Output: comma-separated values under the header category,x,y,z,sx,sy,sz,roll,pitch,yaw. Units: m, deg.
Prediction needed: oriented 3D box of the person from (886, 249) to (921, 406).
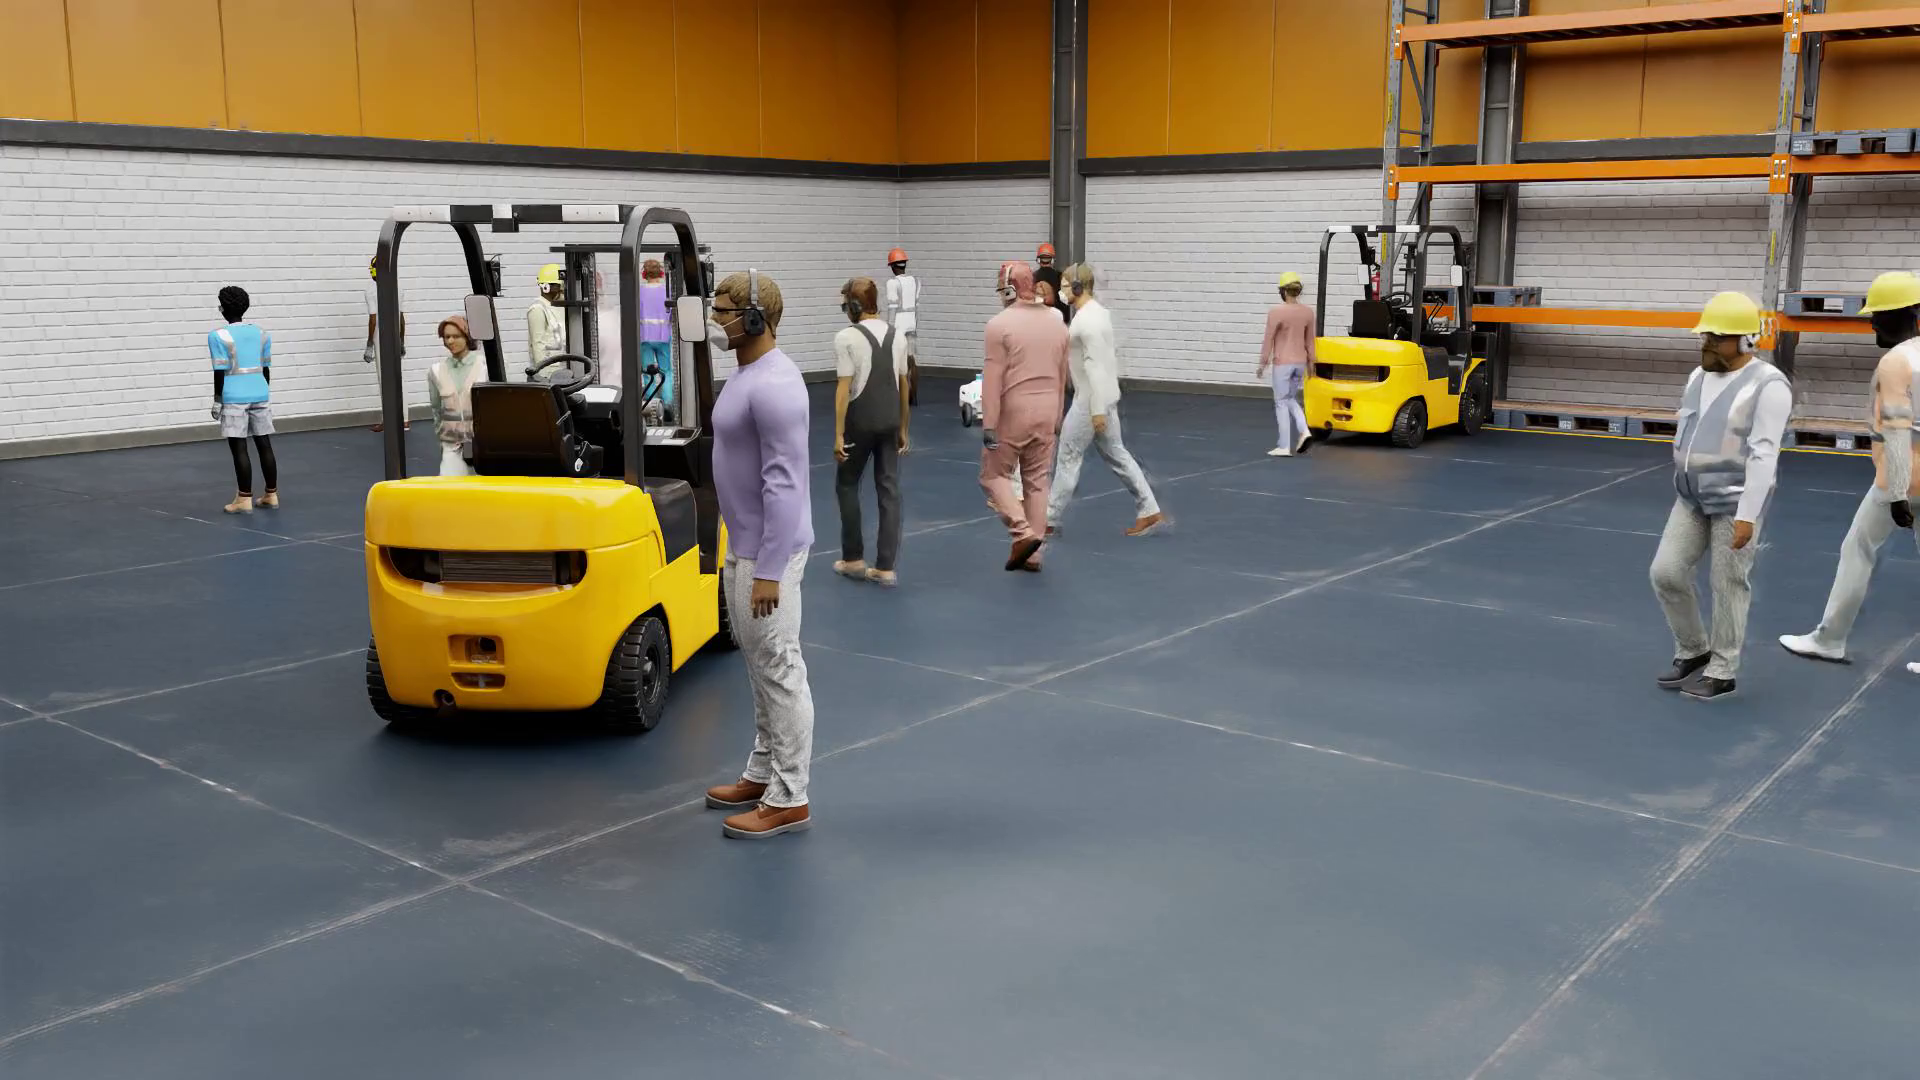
category,x,y,z,sx,sy,sz,roll,pitch,yaw
person,-0.731,-2.574,20.275,0.374,1.929,0.542,9,13,39

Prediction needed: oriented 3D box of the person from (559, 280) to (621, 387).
category,x,y,z,sx,sy,sz,roll,pitch,yaw
person,-2.420,-0.769,10.461,0.975,1.854,0.656,0,10,-2

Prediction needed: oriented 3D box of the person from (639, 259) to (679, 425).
category,x,y,z,sx,sy,sz,roll,pitch,yaw
person,-3.376,-2.171,18.305,0.577,1.831,0.443,-3,11,-17

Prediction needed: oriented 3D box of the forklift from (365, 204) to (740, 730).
category,x,y,z,sx,sy,sz,roll,pitch,yaw
forklift,-1.766,-0.406,7.525,1.214,2.155,2.313,1,10,7

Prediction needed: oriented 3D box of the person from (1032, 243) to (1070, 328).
category,x,y,z,sx,sy,sz,roll,pitch,yaw
person,1.094,-2.758,21.127,0.608,1.989,0.386,0,10,0

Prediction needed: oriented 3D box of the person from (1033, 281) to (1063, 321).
category,x,y,z,sx,sy,sz,roll,pitch,yaw
person,0.875,-1.897,17.364,0.517,1.614,0.453,8,13,39

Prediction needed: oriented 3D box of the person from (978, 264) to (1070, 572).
category,x,y,z,sx,sy,sz,roll,pitch,yaw
person,0.396,-0.726,10.153,0.674,1.888,0.458,-7,12,-33

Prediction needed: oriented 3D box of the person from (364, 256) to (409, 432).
category,x,y,z,sx,sy,sz,roll,pitch,yaw
person,-6.120,-2.079,17.690,0.328,1.873,0.519,6,12,29

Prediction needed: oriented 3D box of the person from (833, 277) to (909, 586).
category,x,y,z,sx,sy,sz,roll,pitch,yaw
person,-0.563,-0.649,9.918,0.567,1.807,0.695,-7,12,-34

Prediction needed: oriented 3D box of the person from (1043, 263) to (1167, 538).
category,x,y,z,sx,sy,sz,roll,pitch,yaw
person,0.933,-0.933,11.336,1.052,1.887,0.667,2,10,9

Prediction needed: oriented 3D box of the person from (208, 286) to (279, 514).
category,x,y,z,sx,sy,sz,roll,pitch,yaw
person,-5.370,-1.046,12.447,0.320,1.695,0.538,5,11,26

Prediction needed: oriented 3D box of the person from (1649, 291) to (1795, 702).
category,x,y,z,sx,sy,sz,roll,pitch,yaw
person,3.320,-0.172,7.282,0.431,1.814,0.588,-4,11,-19

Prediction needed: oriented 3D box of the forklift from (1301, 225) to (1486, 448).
category,x,y,z,sx,sy,sz,roll,pitch,yaw
forklift,4.449,-2.115,16.993,1.214,2.155,2.313,8,13,38

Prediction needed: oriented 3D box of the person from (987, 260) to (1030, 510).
category,x,y,z,sx,sy,sz,roll,pitch,yaw
person,0.416,-1.135,12.430,0.356,1.883,0.572,-2,10,-10

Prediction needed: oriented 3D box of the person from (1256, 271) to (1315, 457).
category,x,y,z,sx,sy,sz,roll,pitch,yaw
person,3.074,-1.644,15.636,0.541,1.750,0.379,-6,12,-32

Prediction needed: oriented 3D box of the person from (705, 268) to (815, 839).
category,x,y,z,sx,sy,sz,roll,pitch,yaw
person,-0.689,0.049,5.710,0.372,1.940,0.627,-3,11,-16

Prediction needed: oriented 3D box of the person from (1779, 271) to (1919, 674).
category,x,y,z,sx,sy,sz,roll,pitch,yaw
person,4.379,-0.306,7.826,0.641,1.877,0.925,-6,12,-31

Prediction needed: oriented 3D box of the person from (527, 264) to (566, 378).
category,x,y,z,sx,sy,sz,roll,pitch,yaw
person,-3.662,-1.562,14.966,0.403,1.824,0.592,1,10,6

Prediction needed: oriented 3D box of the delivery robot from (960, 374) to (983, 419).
category,x,y,z,sx,sy,sz,roll,pitch,yaw
delivery robot,0.228,-1.585,18.338,0.477,0.478,0.707,-2,11,-12

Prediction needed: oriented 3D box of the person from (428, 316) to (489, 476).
category,x,y,z,sx,sy,sz,roll,pitch,yaw
person,-2.988,-0.582,10.192,0.506,1.588,0.898,1,10,3
